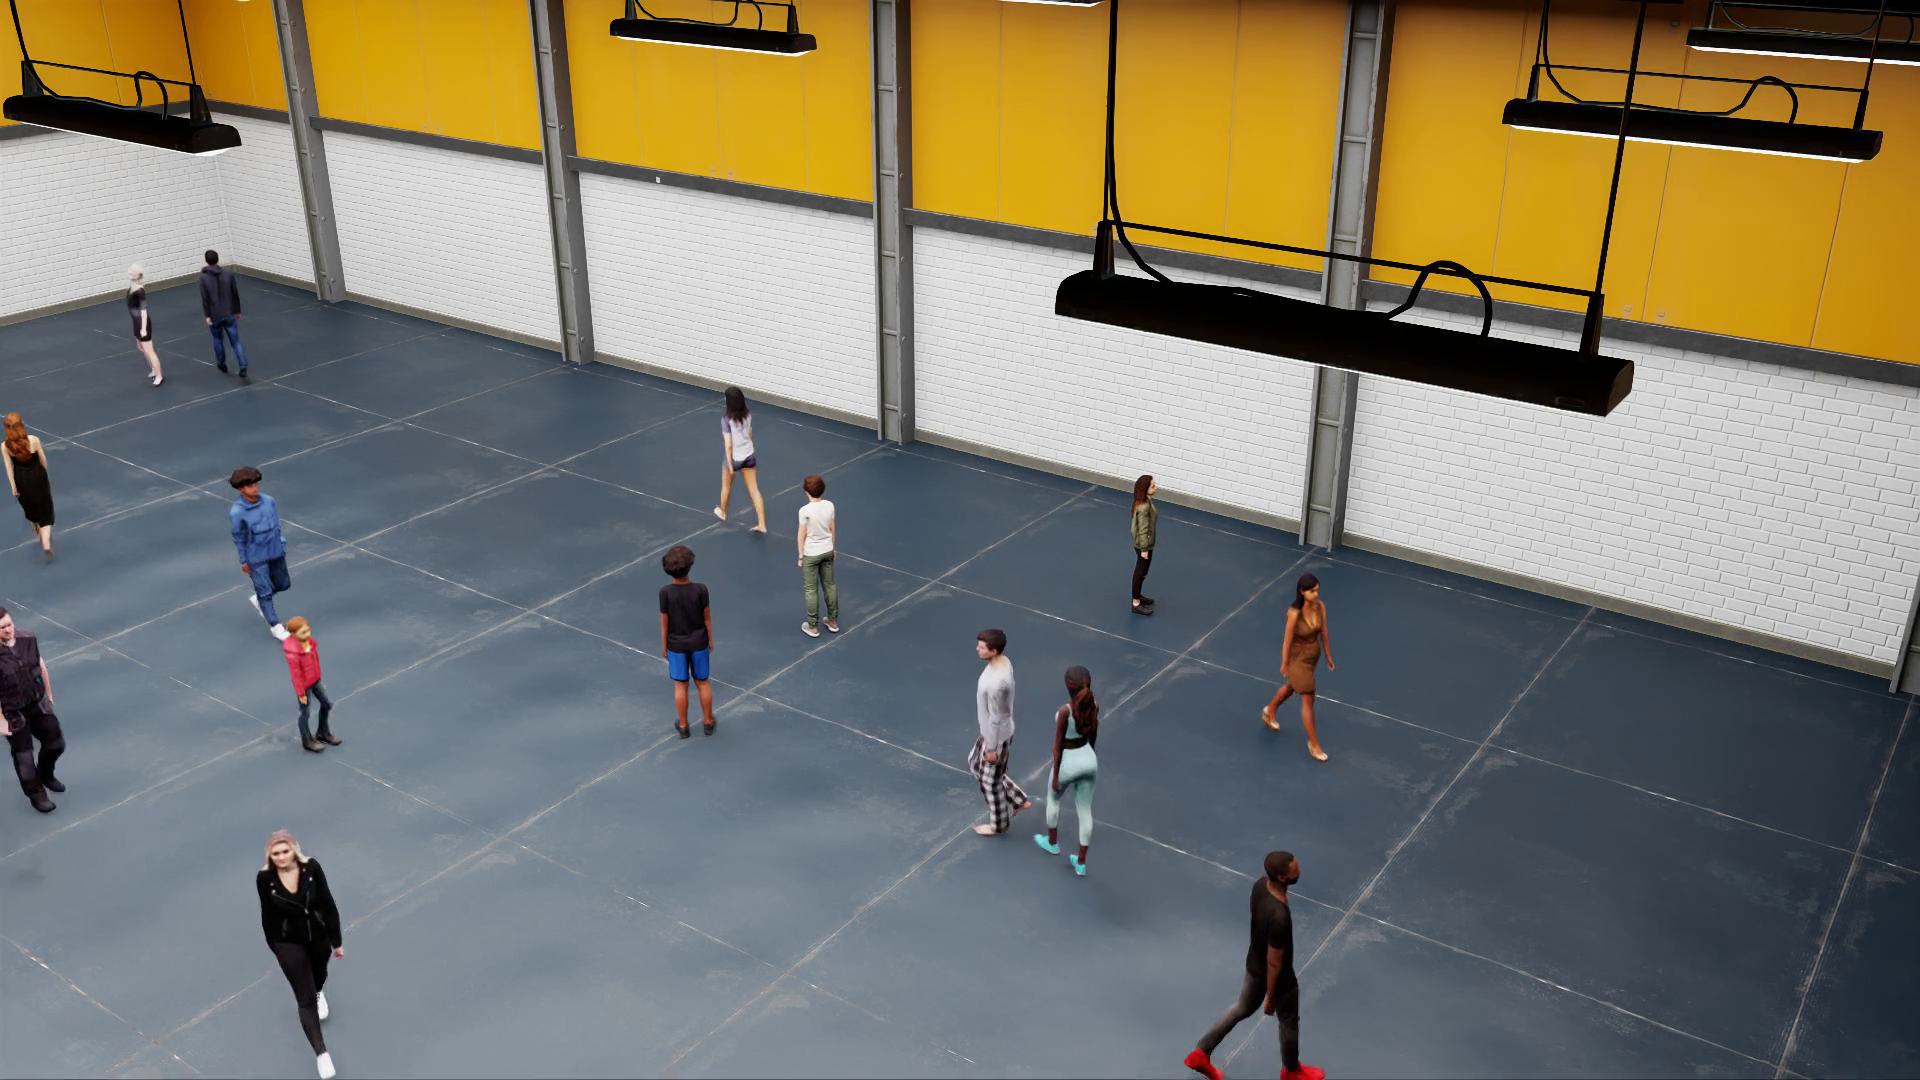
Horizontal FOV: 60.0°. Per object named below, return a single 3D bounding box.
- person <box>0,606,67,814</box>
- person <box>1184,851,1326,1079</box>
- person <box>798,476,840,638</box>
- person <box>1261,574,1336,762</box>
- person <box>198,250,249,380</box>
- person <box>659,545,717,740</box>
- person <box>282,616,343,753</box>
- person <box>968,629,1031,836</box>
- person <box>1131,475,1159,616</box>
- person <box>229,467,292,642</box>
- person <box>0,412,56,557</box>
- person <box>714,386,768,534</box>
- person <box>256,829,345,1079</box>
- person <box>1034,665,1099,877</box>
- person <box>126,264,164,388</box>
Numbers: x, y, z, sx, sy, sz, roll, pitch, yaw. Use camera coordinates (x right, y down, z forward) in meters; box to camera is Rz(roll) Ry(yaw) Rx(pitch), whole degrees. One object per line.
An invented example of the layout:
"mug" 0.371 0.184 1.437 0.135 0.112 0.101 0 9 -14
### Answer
"person" -7.690 1.354 13.521 0.688 1.830 0.732 12 26 26
"person" 1.848 2.714 10.467 1.212 1.786 1.146 -4 24 -9
"person" -1.406 0.146 16.511 0.627 1.649 0.639 -16 28 -32
"person" 2.918 1.041 14.468 0.735 1.645 1.096 -19 30 -36
"person" -10.563 -3.192 23.900 0.933 1.848 1.313 -17 29 -33
"person" -2.395 0.897 14.613 0.693 1.794 0.743 -6 24 -13
"person" -5.721 1.243 14.431 0.621 1.306 0.604 7 25 16
"person" 0.373 1.524 13.127 0.887 1.836 0.818 2 24 5
"person" 1.881 0.024 17.007 0.650 1.475 0.659 3 24 7
"person" -6.930 0.107 16.410 0.875 1.802 0.689 15 28 30
"person" -10.189 -0.589 18.264 0.903 1.592 1.109 -10 25 -21
"person" -2.432 -0.866 18.787 0.794 1.681 1.181 -19 30 -36
"person" -4.302 2.593 10.918 0.917 1.646 1.222 -14 27 -28
"person" 0.920 1.787 12.678 0.811 1.712 0.924 -12 26 -25
"person" -11.593 -3.041 23.609 0.869 1.804 0.571 -13 27 -28
